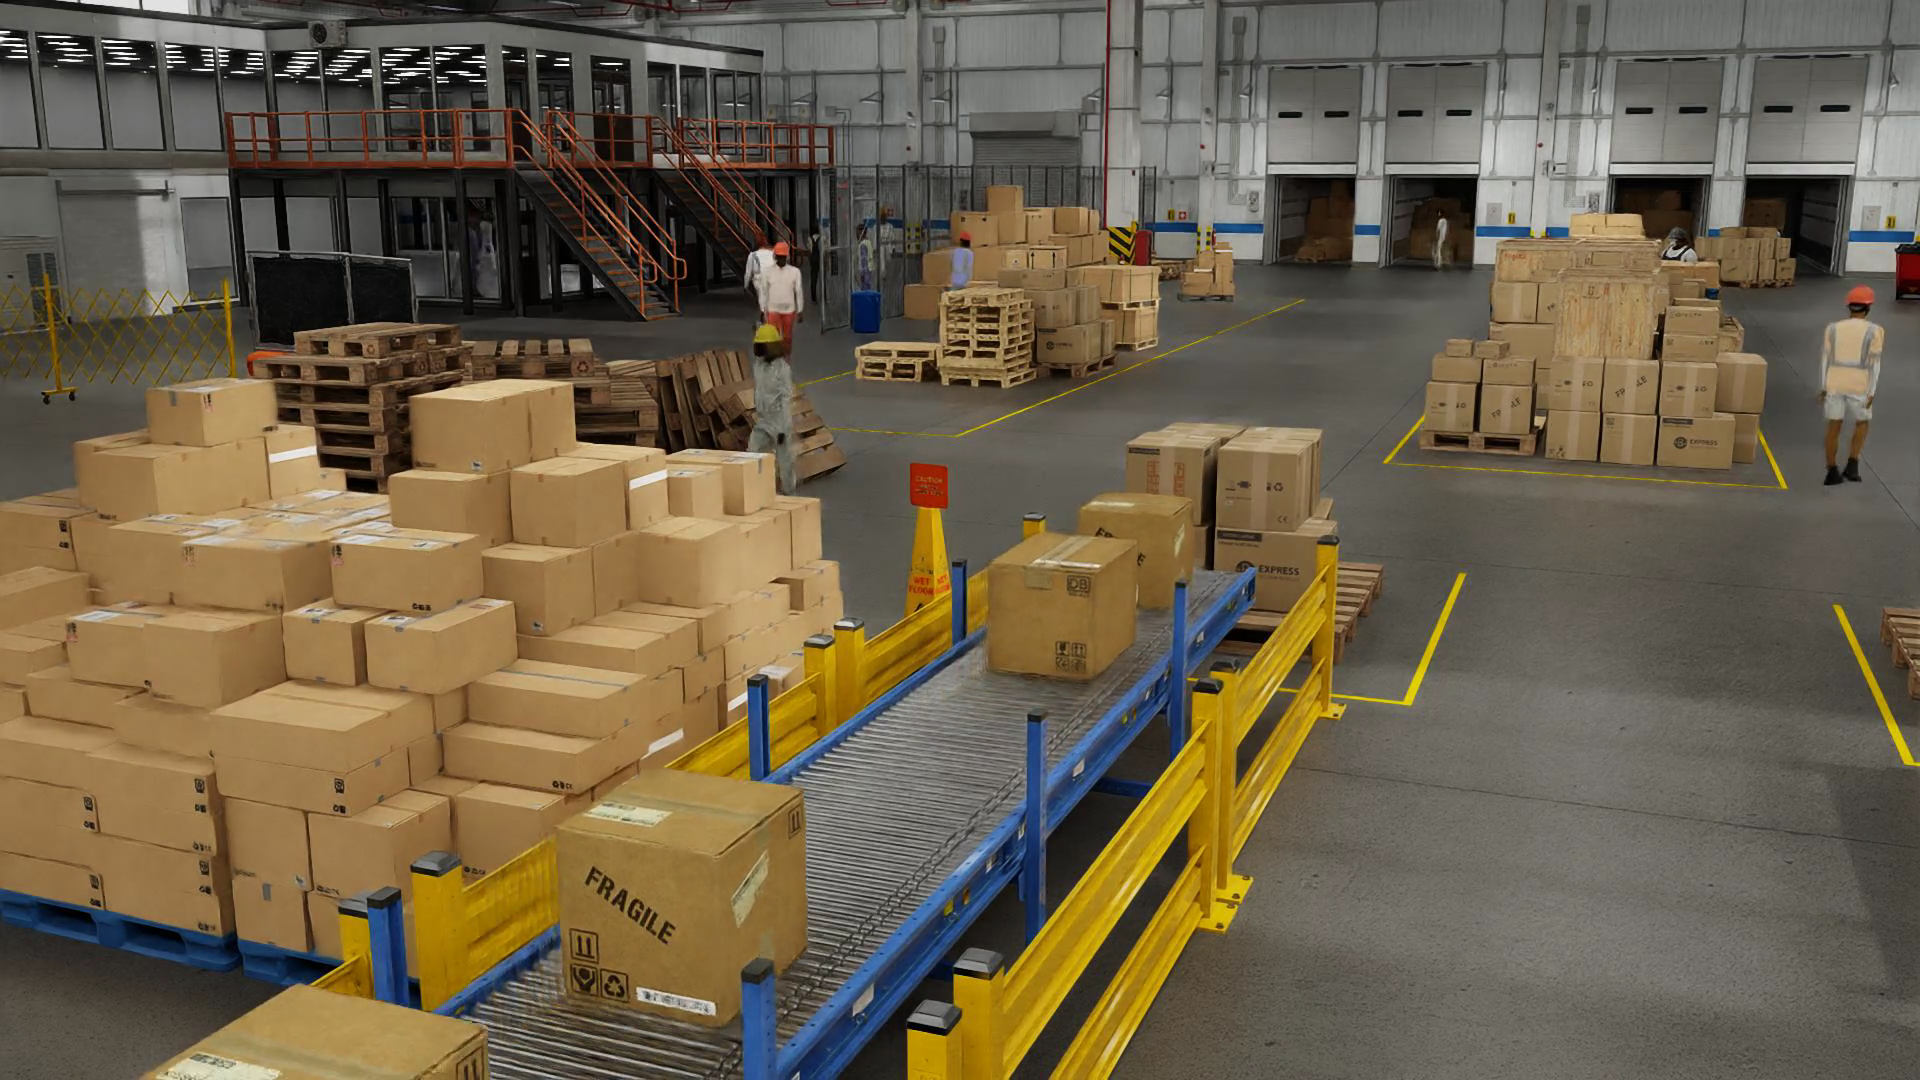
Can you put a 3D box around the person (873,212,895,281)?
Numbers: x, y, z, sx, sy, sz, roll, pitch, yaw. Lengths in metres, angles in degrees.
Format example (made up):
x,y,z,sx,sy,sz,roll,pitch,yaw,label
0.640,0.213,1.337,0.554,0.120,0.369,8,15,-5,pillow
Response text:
x,y,z,sx,sy,sz,roll,pitch,yaw,label
-2.080,-8.018,45.432,0.603,1.872,0.546,-4,13,-16,person

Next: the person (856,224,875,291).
x,y,z,sx,sy,sz,roll,pitch,yaw,label
-1.934,-5.474,33.942,0.397,1.911,0.587,1,13,3,person

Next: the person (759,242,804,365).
x,y,z,sx,sy,sz,roll,pitch,yaw,label
-2.581,-3.322,24.153,0.643,1.954,0.923,-2,13,-9,person

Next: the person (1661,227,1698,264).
x,y,z,sx,sy,sz,roll,pitch,yaw,label
12.304,-4.374,28.704,0.536,2.000,0.682,-6,14,-26,person

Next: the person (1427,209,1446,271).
x,y,z,sx,sy,sz,roll,pitch,yaw,label
14.222,-8.953,49.666,0.491,1.849,0.584,7,14,29,person

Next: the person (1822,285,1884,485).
x,y,z,sx,sy,sz,roll,pitch,yaw,label
8.559,-1.482,16.000,0.542,1.919,0.505,12,17,43,person

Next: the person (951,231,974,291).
x,y,z,sx,sy,sz,roll,pitch,yaw,label
0.092,-4.778,30.863,0.562,1.885,0.984,11,17,41,person

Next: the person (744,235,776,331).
x,y,z,sx,sy,sz,roll,pitch,yaw,label
-3.633,-4.674,30.537,0.600,1.830,1.041,-9,15,-35,person

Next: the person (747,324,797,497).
x,y,z,sx,sy,sz,roll,pitch,yaw,label
-1.661,-0.962,14.096,0.513,1.716,0.685,11,17,41,person

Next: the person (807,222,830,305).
x,y,z,sx,sy,sz,roll,pitch,yaw,label
-3.169,-6.193,37.306,0.506,1.847,0.345,4,13,19,person

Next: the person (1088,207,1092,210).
x,y,z,sx,sy,sz,roll,pitch,yaw,label
3.745,-8.606,47.960,0.518,1.958,0.627,-7,15,-30,person
